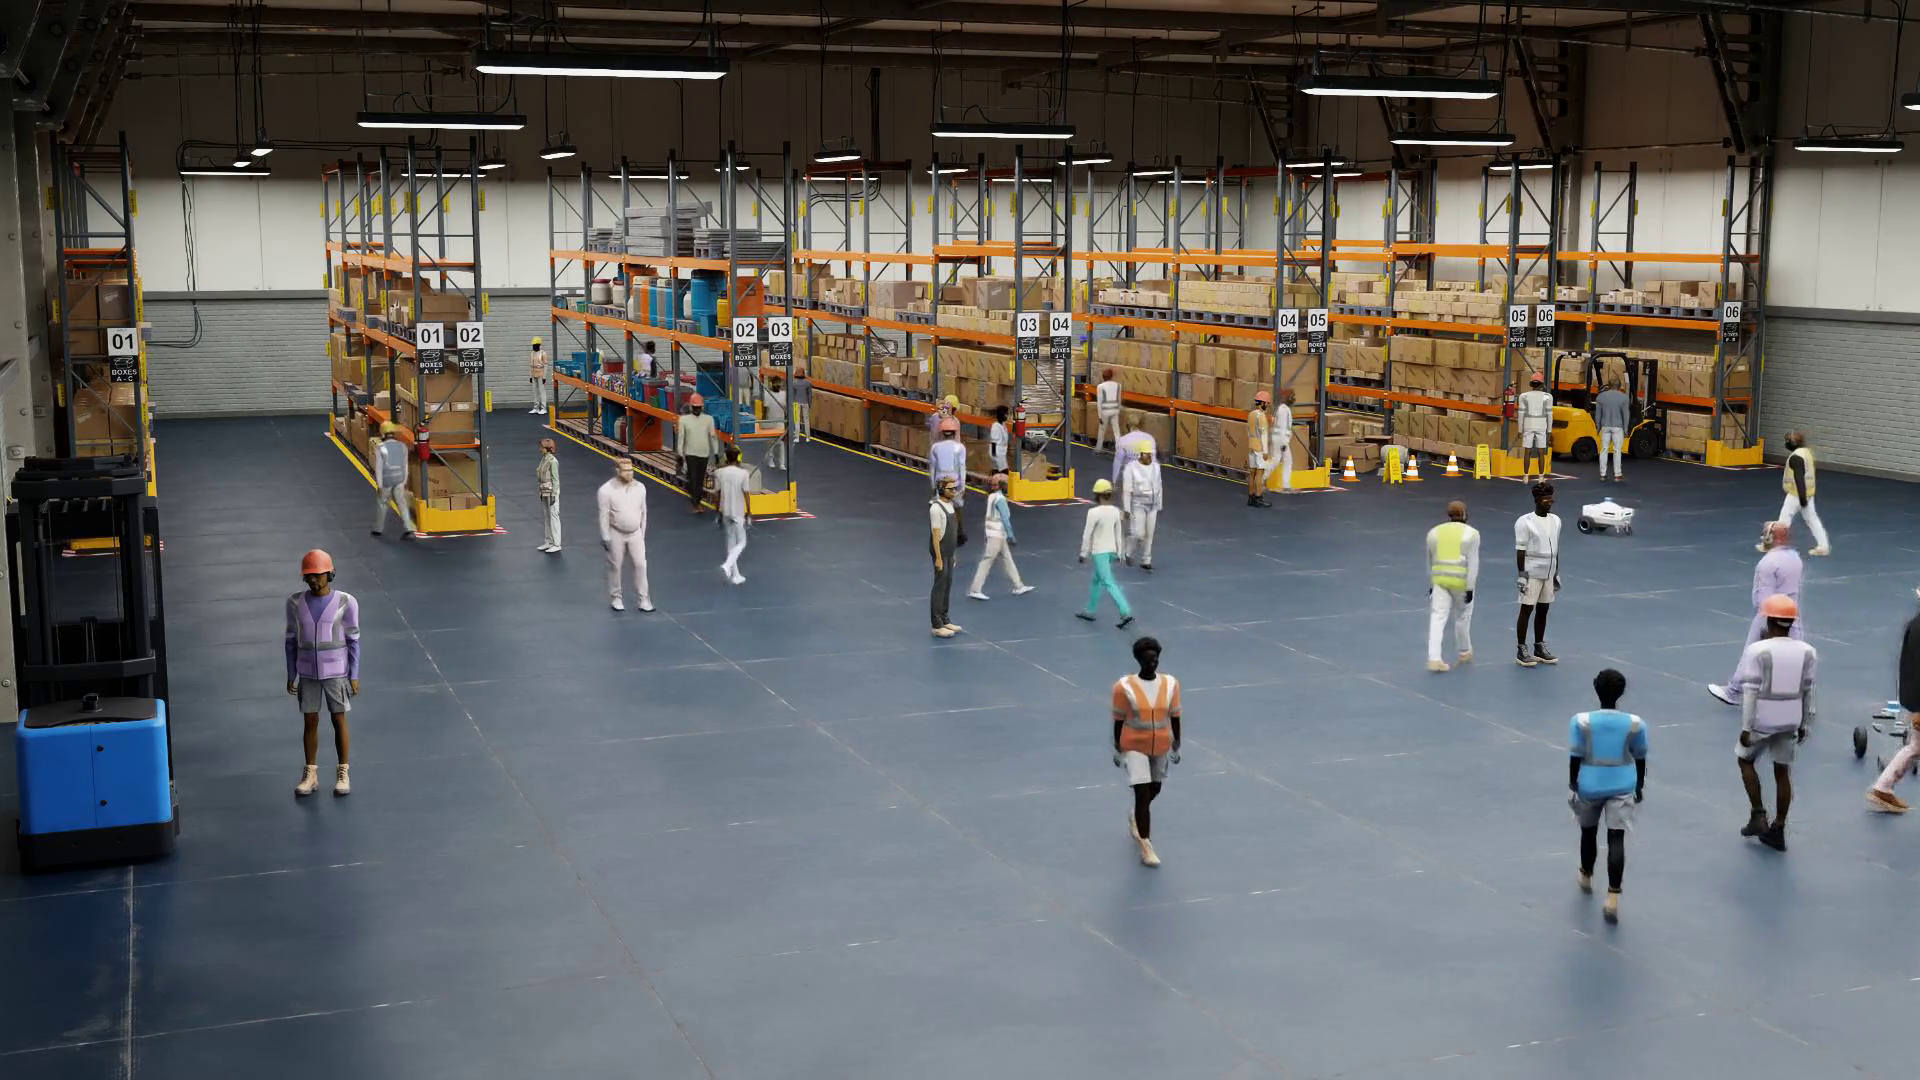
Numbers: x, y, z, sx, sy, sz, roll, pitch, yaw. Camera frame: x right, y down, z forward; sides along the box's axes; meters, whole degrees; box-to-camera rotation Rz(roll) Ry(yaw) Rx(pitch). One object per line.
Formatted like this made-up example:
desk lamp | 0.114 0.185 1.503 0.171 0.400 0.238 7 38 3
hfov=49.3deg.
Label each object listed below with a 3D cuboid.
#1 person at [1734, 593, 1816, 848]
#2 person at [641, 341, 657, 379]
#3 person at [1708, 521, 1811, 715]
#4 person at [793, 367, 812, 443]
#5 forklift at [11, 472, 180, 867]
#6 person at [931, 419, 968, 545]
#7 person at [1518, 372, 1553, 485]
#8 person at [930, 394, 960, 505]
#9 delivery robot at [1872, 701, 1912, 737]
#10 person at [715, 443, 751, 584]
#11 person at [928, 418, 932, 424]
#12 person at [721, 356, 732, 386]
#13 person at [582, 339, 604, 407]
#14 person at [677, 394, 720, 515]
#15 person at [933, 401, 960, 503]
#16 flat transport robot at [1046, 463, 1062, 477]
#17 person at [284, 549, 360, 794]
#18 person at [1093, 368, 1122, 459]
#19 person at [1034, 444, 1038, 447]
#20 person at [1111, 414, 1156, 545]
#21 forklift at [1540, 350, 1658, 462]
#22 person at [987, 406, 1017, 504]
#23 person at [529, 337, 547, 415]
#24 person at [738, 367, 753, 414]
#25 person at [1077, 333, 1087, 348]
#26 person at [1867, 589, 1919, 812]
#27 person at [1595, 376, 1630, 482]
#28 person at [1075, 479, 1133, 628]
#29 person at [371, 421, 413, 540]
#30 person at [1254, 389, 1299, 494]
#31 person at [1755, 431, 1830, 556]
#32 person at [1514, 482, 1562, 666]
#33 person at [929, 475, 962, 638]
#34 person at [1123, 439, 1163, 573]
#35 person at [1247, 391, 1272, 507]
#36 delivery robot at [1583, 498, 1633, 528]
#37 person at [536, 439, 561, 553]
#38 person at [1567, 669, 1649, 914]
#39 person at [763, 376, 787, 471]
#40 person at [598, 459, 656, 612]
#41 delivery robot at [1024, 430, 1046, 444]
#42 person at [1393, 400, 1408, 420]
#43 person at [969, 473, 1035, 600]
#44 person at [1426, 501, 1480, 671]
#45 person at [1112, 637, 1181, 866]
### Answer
person | 6.150 1.356 15.861 0.579 1.919 0.495 -1 9 -7
person | -7.645 -3.928 51.218 0.801 1.897 0.599 -7 11 -37
person | 7.806 0.739 20.210 0.680 1.850 1.018 -6 11 -37
person | -3.454 -2.926 45.361 0.499 1.634 0.285 -2 9 -14
forklift | -6.630 0.886 15.957 1.129 2.768 1.873 -3 9 -21
person | -0.138 -0.809 30.392 0.567 1.887 0.970 3 9 17
person | 10.433 -2.026 37.992 0.614 2.047 0.357 2 9 15
person | -0.229 -1.478 34.862 0.627 1.895 0.422 8 12 44
delivery robot | 8.131 1.524 18.246 0.335 0.223 0.698 2 9 12
person | -2.975 -0.326 27.294 0.535 1.856 0.625 3 9 22
person | -0.518 -3.511 48.510 0.654 1.855 0.991 -7 11 -37
person | -5.460 -3.756 49.971 0.577 1.909 0.593 -2 9 -14
person | -9.468 -4.336 54.103 0.600 1.831 0.404 -1 9 -6
person | -4.239 -1.392 34.076 0.635 1.941 1.004 -3 9 -21
person | -0.236 -1.268 33.390 0.407 1.913 0.641 2 9 14
flat transport robot | 1.359 -1.357 39.572 0.652 0.197 1.431 -3 9 -20
person | -5.254 1.087 17.251 0.605 2.045 0.377 0 9 -1
person | 3.005 -2.546 42.196 0.572 1.839 1.002 -3 9 -19
person | 1.416 -2.765 44.344 0.501 1.609 0.702 -4 9 -26
person | 2.519 -0.911 30.983 0.662 1.912 0.774 -4 10 -27
forklift | 12.897 -2.725 42.309 2.313 2.155 1.214 -3 9 -21
person | 0.752 -1.430 35.290 0.684 1.666 0.534 2 9 12
person | -10.536 -4.096 52.217 0.611 1.923 0.391 6 11 36
person | -5.049 -3.521 48.614 0.517 1.851 0.399 -2 9 -10
person | 3.319 -4.388 54.173 0.657 1.927 0.607 -4 9 -23
person | 7.667 1.250 16.553 0.815 1.934 0.659 2 9 11
person | 11.997 -2.051 38.523 0.629 1.940 0.379 6 11 37
person | 1.723 0.139 24.646 0.921 1.720 0.520 7 11 40
person | -8.484 -0.887 31.282 0.941 1.786 0.611 8 11 42
person | 5.559 -1.737 36.777 0.779 1.839 0.682 2 9 13
person | 11.940 -0.662 29.823 0.873 1.798 0.658 6 10 35
person | 6.193 0.352 22.404 0.606 1.966 0.367 -5 10 -30
person | -0.174 0.174 23.996 0.334 1.845 0.513 3 9 18
person | 2.495 -0.468 28.383 0.594 1.818 0.405 -6 10 -33
person | 5.024 -1.526 35.054 0.373 1.929 0.542 -3 9 -18
delivery robot | 9.881 -0.402 31.950 0.477 0.478 0.707 -8 12 -43
person | -5.911 -0.643 30.136 0.309 1.637 0.512 -5 10 -30
person | 4.459 1.706 14.433 0.543 1.649 0.886 2 9 10
person | -3.567 -2.273 40.389 0.534 1.828 0.963 -3 9 -19
person | -4.036 -0.040 25.365 0.659 1.870 0.905 -5 10 -29
delivery robot | 1.568 -2.229 44.116 0.477 0.478 0.707 -2 9 -14
person | 10.160 -3.424 48.364 0.483 1.737 0.320 8 11 42
person | 0.508 -0.042 26.287 0.875 1.591 0.517 -1 9 -7
person | 5.219 0.484 22.231 0.629 1.759 1.039 6 10 34
person | 1.372 1.520 15.620 0.536 1.671 0.787 -2 9 -16
